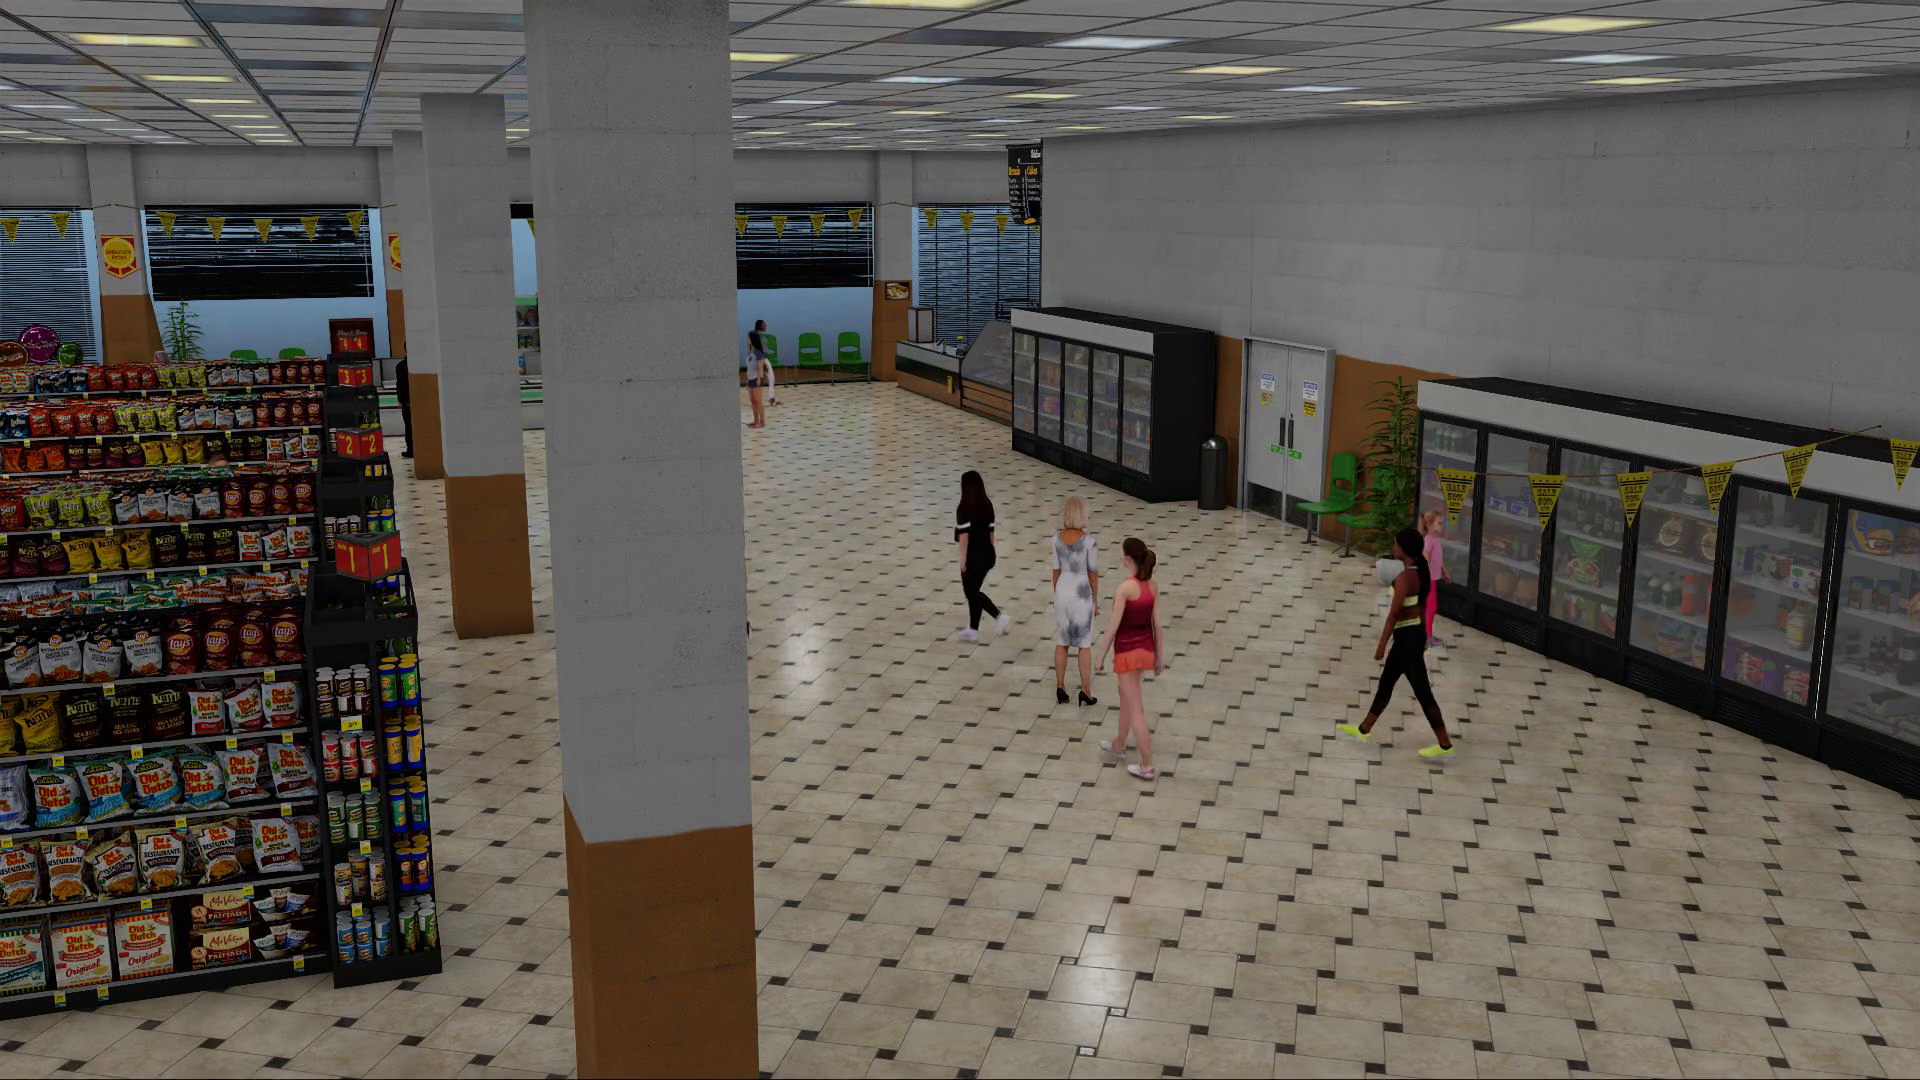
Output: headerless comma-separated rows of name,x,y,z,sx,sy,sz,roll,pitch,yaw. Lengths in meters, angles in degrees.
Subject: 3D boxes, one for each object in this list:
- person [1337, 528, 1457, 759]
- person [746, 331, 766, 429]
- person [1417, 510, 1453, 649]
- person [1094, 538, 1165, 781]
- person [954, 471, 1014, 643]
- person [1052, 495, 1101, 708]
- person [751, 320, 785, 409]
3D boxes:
person,3.385,0.809,12.235,1.106,1.700,1.139,7,14,32
person,-3.655,-2.871,29.701,0.563,1.705,0.627,-7,14,-29
person,4.345,0.340,15.516,0.692,1.266,0.632,6,13,27
person,1.298,0.864,11.904,0.917,1.729,0.838,-10,16,-40
person,0.210,0.193,15.380,0.939,1.611,0.907,-11,16,-43
person,0.941,0.493,13.611,0.637,1.751,0.690,6,13,27
person,-3.931,-3.401,32.216,0.977,1.705,0.838,1,12,6
